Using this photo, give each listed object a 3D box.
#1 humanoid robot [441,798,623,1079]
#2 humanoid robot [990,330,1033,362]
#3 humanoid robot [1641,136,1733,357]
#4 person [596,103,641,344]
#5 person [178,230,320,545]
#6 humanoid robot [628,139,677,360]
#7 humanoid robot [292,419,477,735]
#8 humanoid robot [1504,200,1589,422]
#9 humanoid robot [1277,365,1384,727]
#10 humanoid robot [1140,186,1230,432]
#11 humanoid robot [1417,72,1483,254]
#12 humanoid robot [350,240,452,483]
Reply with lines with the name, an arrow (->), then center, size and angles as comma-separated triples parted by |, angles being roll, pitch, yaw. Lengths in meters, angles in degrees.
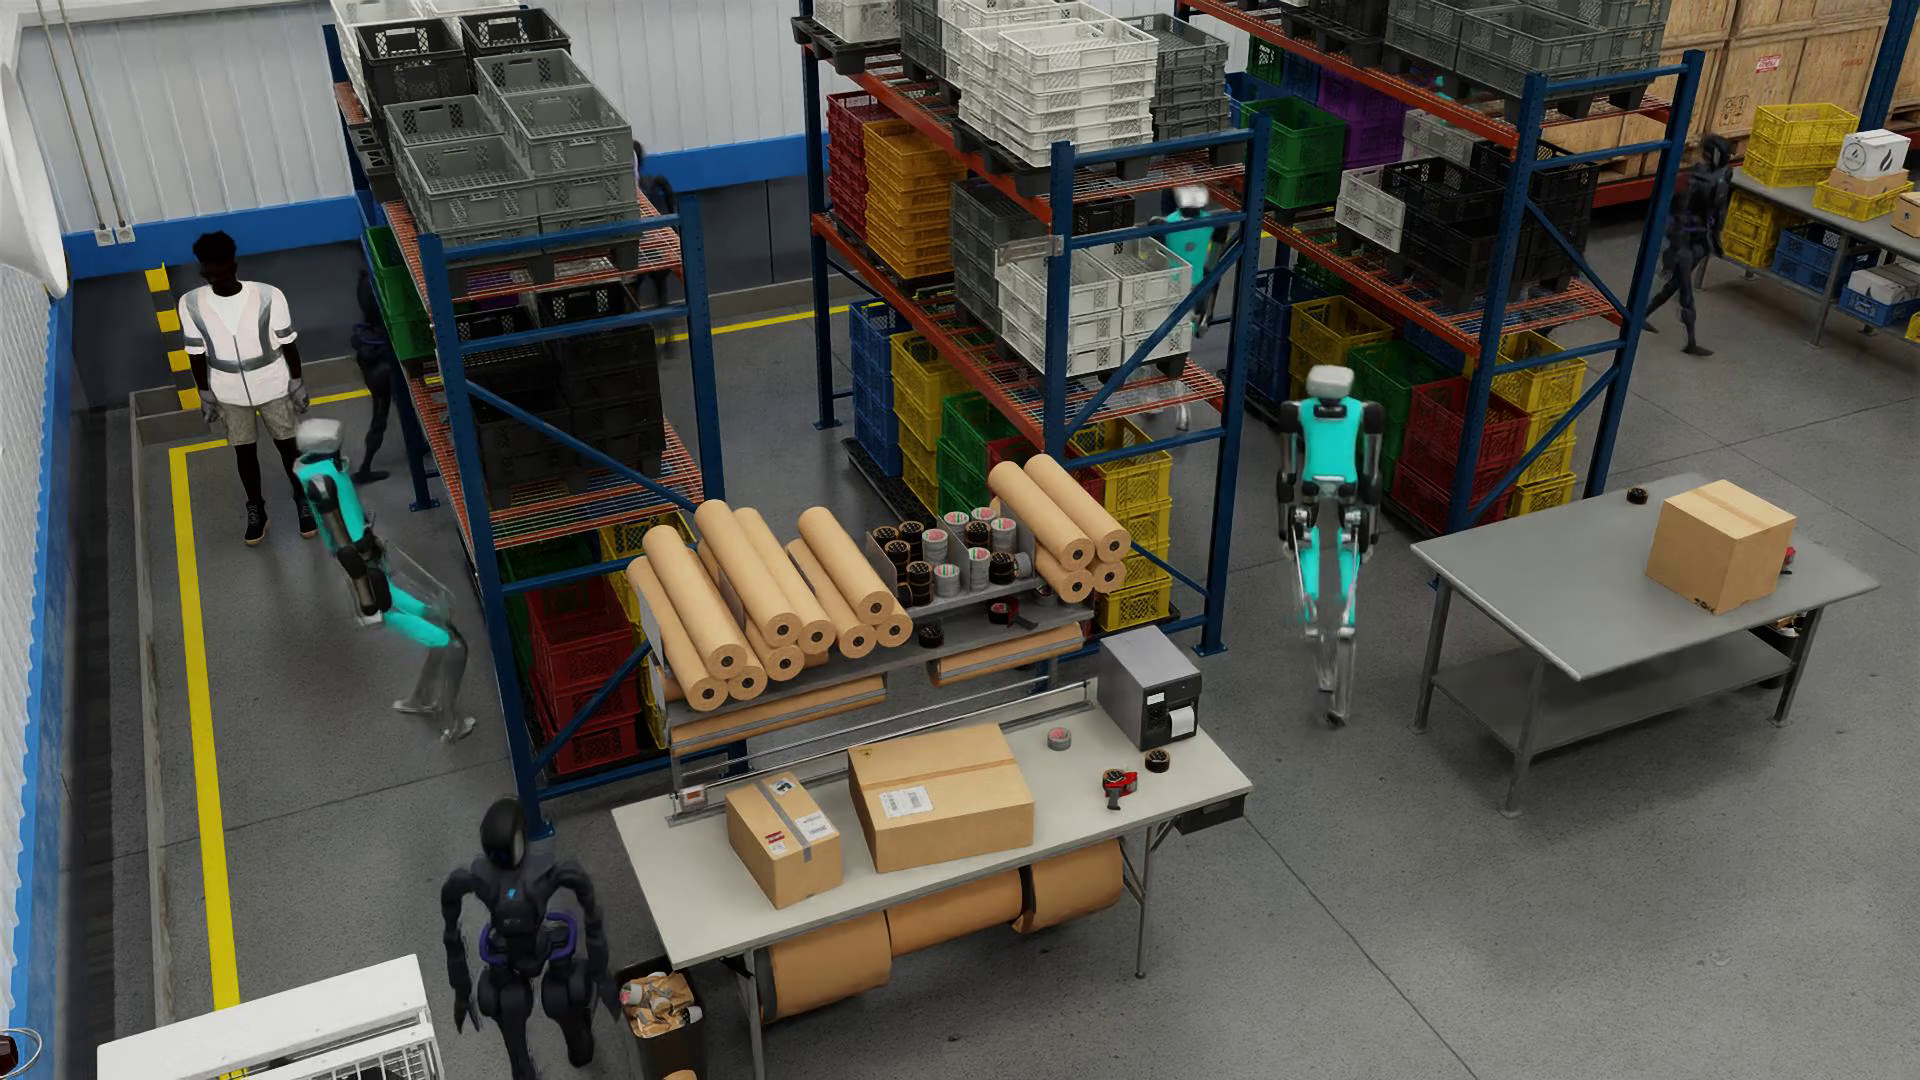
humanoid robot -> -1.575, 1.552, 6.121 | 0.614, 1.631, 0.616 | -4, 32, -7
humanoid robot -> 0.293, -1.461, 11.002 | 0.794, 1.828, 0.531 | 17, 36, 26
humanoid robot -> 5.412, -2.191, 12.240 | 0.607, 1.622, 0.796 | -20, 37, -29
person -> -2.528, -2.140, 11.755 | 0.613, 2.041, 0.372 | -18, 36, -26
person -> -4.174, -0.889, 9.797 | 0.613, 1.962, 0.361 | -8, 33, -13
humanoid robot -> -2.286, -2.045, 11.966 | 0.589, 1.672, 0.381 | -17, 36, -26
humanoid robot -> -2.757, 0.183, 8.281 | 0.805, 1.793, 0.544 | -11, 33, -17
humanoid robot -> 3.967, -1.653, 11.360 | 0.603, 1.626, 0.785 | -11, 33, -17
humanoid robot -> 1.834, 0.095, 8.476 | 0.593, 1.813, 0.932 | 7, 32, 11
humanoid robot -> 1.419, -1.584, 11.117 | 0.536, 1.727, 0.929 | -3, 32, -5
humanoid robot -> 3.967, -3.010, 13.483 | 0.531, 1.822, 0.766 | 0, 32, -1
humanoid robot -> -3.673, -1.167, 10.545 | 0.709, 1.626, 0.601 | -19, 36, -28
